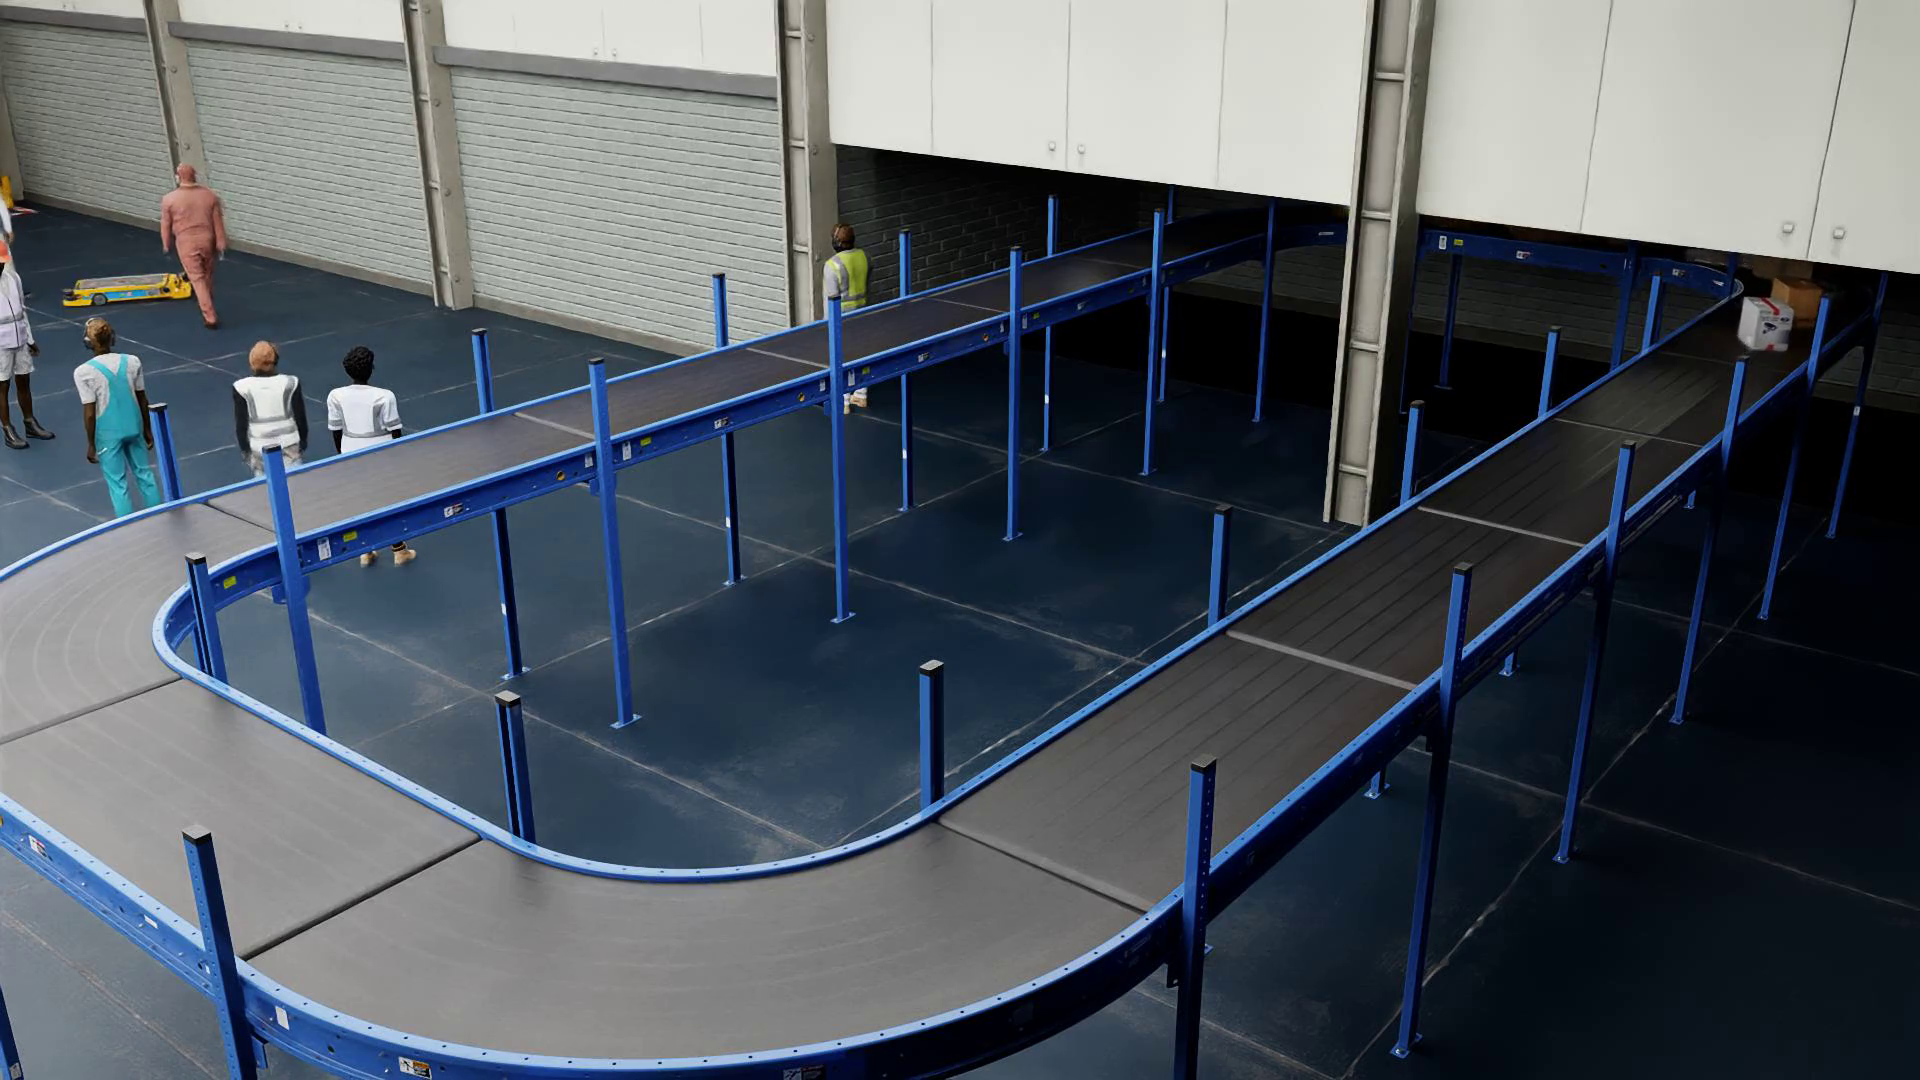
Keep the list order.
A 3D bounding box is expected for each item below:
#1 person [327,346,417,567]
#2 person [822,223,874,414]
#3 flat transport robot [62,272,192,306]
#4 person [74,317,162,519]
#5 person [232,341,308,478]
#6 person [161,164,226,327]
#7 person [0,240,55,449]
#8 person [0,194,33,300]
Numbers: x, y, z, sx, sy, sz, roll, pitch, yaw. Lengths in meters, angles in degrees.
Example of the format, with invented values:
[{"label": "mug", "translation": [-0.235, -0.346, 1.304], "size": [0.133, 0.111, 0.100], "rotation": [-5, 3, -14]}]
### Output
[{"label": "person", "translation": [-4.398, -0.611, 12.424], "size": [0.540, 1.695, 0.317], "rotation": [1, 21, 1]}, {"label": "person", "translation": [-1.117, -2.149, 16.137], "size": [0.429, 1.845, 0.621], "rotation": [16, 27, 35]}, {"label": "flat transport robot", "translation": [-10.386, -3.141, 20.766], "size": [1.431, 0.197, 0.652], "rotation": [-9, 23, -21]}, {"label": "person", "translation": [-6.415, -0.786, 12.673], "size": [0.346, 1.843, 0.533], "rotation": [15, 26, 32]}, {"label": "person", "translation": [-5.349, -0.770, 12.957], "size": [0.521, 1.589, 0.845], "rotation": [-10, 24, -24]}, {"label": "person", "translation": [-8.935, -3.447, 19.416], "size": [0.638, 1.858, 0.999], "rotation": [-20, 29, -41]}, {"label": "person", "translation": [-8.652, -1.800, 15.134], "size": [0.368, 1.929, 0.542], "rotation": [8, 23, 19]}, {"label": "person", "translation": [-11.965, -3.795, 20.396], "size": [0.670, 1.784, 0.459], "rotation": [-10, 24, -23]}]
